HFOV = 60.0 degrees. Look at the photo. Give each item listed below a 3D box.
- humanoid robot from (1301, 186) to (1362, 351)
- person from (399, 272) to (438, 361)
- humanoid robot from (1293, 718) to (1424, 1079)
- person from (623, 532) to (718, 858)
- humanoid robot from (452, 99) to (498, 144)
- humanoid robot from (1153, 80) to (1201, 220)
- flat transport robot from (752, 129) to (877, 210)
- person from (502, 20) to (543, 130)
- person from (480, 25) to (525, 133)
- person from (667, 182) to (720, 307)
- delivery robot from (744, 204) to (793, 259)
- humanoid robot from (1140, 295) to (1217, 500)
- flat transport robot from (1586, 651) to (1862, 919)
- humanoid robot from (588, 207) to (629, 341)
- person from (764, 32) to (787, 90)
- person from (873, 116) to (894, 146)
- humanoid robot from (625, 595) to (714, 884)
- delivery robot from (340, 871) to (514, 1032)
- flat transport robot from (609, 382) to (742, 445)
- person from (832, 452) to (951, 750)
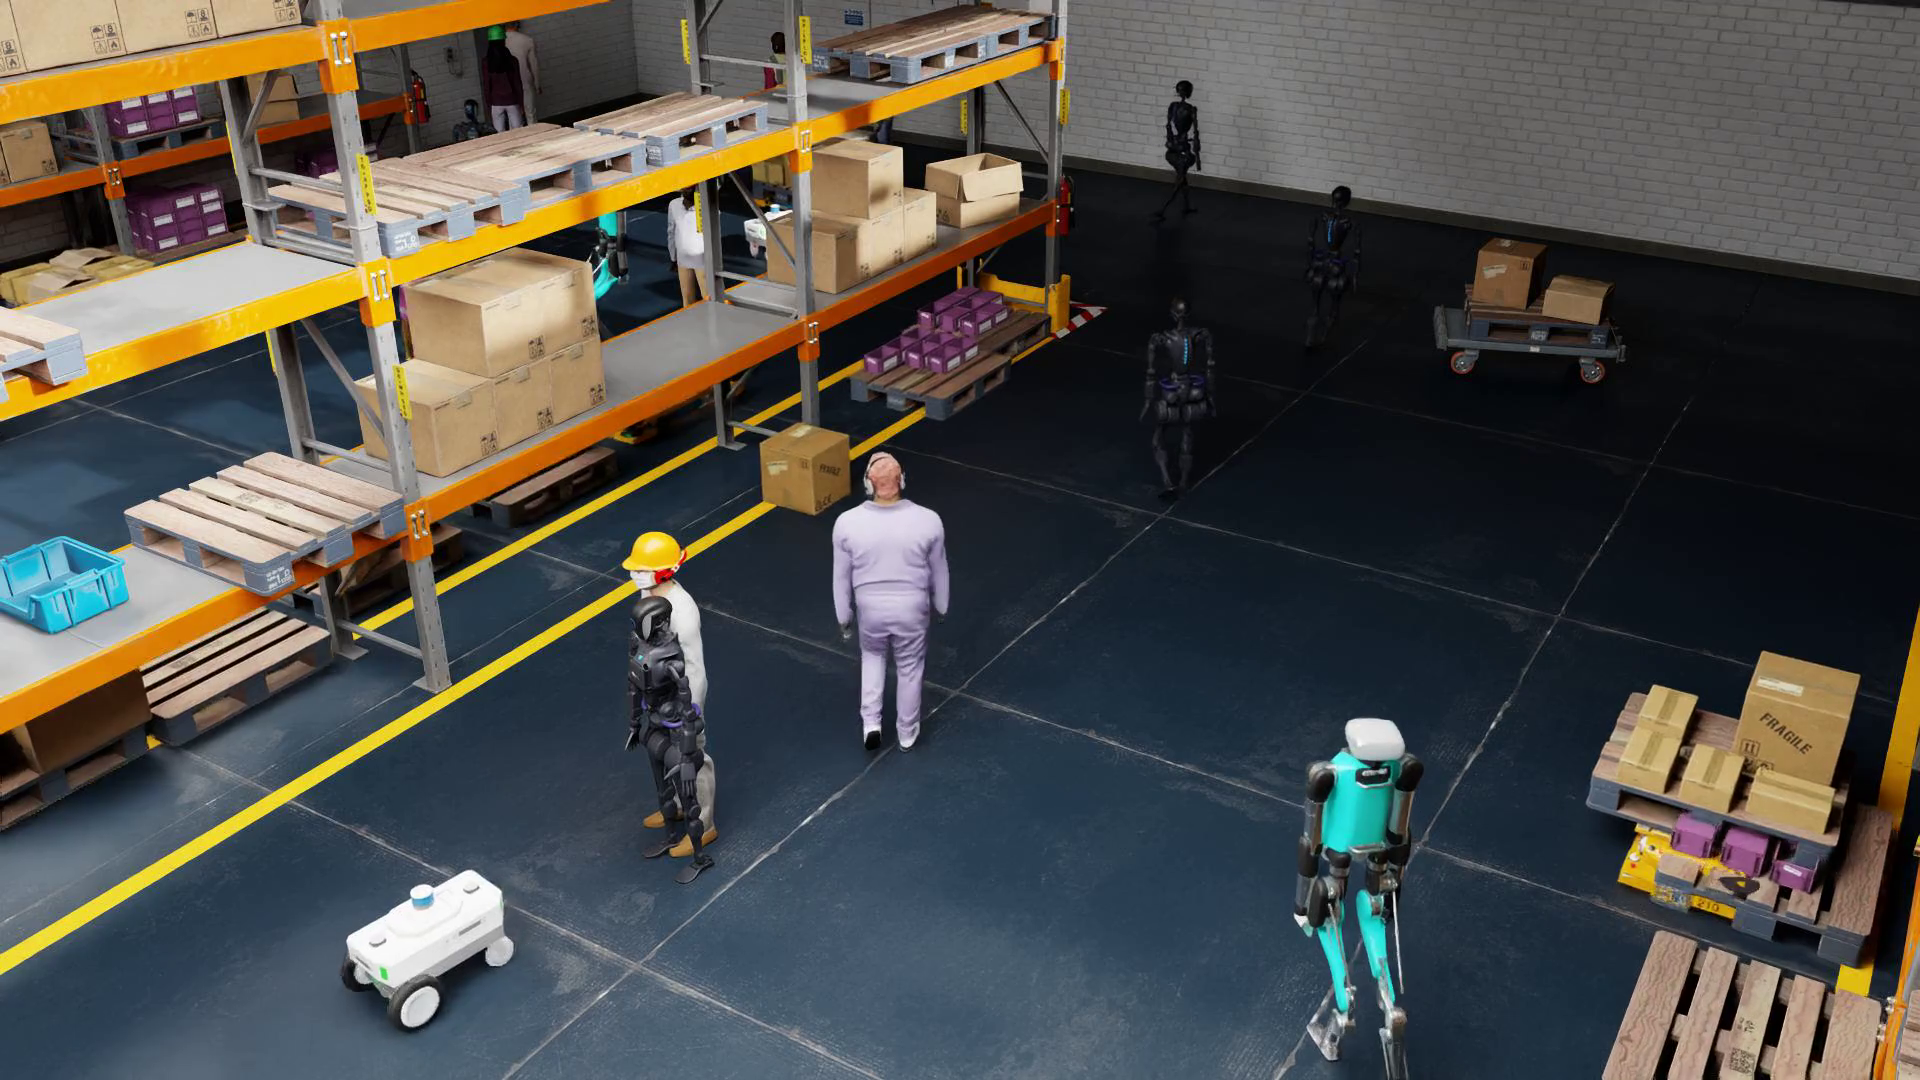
[{"bbox_3d":[3.465,-2.537,15.658,0.605,1.630,0.509,20,33,34],"label":"humanoid robot"},{"bbox_3d":[-4.268,-1.594,13.646,0.584,1.828,0.783,-1,27,-3],"label":"person"},{"bbox_3d":[1.814,1.738,7.205,0.558,1.817,0.895,-7,28,-13],"label":"humanoid robot"},{"bbox_3d":[-1.525,0.809,8.809,0.376,1.896,0.567,-16,31,-28],"label":"person"},{"bbox_3d":[-5.489,-4.242,19.056,0.593,1.636,0.769,-3,27,-6],"label":"humanoid robot"},{"bbox_3d":[2.611,-4.664,19.886,0.761,1.638,0.601,-17,31,-30],"label":"humanoid robot"},{"bbox_3d":[-1.795,-4.138,20.352,1.431,0.231,0.659,20,33,34],"label":"flat transport robot"},{"bbox_3d":[-5.960,-6.155,22.487,0.629,1.937,0.373,-1,27,-2],"label":"person"},{"bbox_3d":[-5.856,-5.611,21.401,0.489,1.949,0.420,-5,27,-9],"label":"person"},{"bbox_3d":[-2.531,-2.678,15.828,0.566,1.755,0.320,11,29,20],"label":"person"},{"bbox_3d":[-2.037,-3.473,18.745,0.523,0.613,0.784,24,36,39],"label":"delivery robot"},{"bbox_3d":[1.699,-1.088,12.786,0.606,1.639,0.357,-6,27,-11],"label":"humanoid robot"},{"bbox_3d":[4.132,1.547,9.150,0.659,0.231,1.431,16,31,28],"label":"flat transport robot"},{"bbox_3d":[-3.420,-2.572,15.597,0.678,1.758,0.543,-17,31,-29],"label":"humanoid robot"},{"bbox_3d":[-2.297,-5.644,21.584,0.430,1.843,0.624,24,35,38],"label":"person"},{"bbox_3d":[-0.986,-5.352,21.232,0.272,1.632,0.502,8,28,15],"label":"person"},{"bbox_3d":[-1.516,1.023,8.611,0.315,1.657,0.599,-22,34,-36],"label":"humanoid robot"},{"bbox_3d":[-2.584,1.956,8.048,0.499,0.613,0.807,21,34,36],"label":"delivery robot"},{"bbox_3d":[-2.621,-1.208,14.579,0.659,0.231,1.431,16,31,29],"label":"flat transport robot"},{"bbox_3d":[-0.388,0.389,9.652,0.662,1.889,0.463,2,27,4],"label":"person"}]
